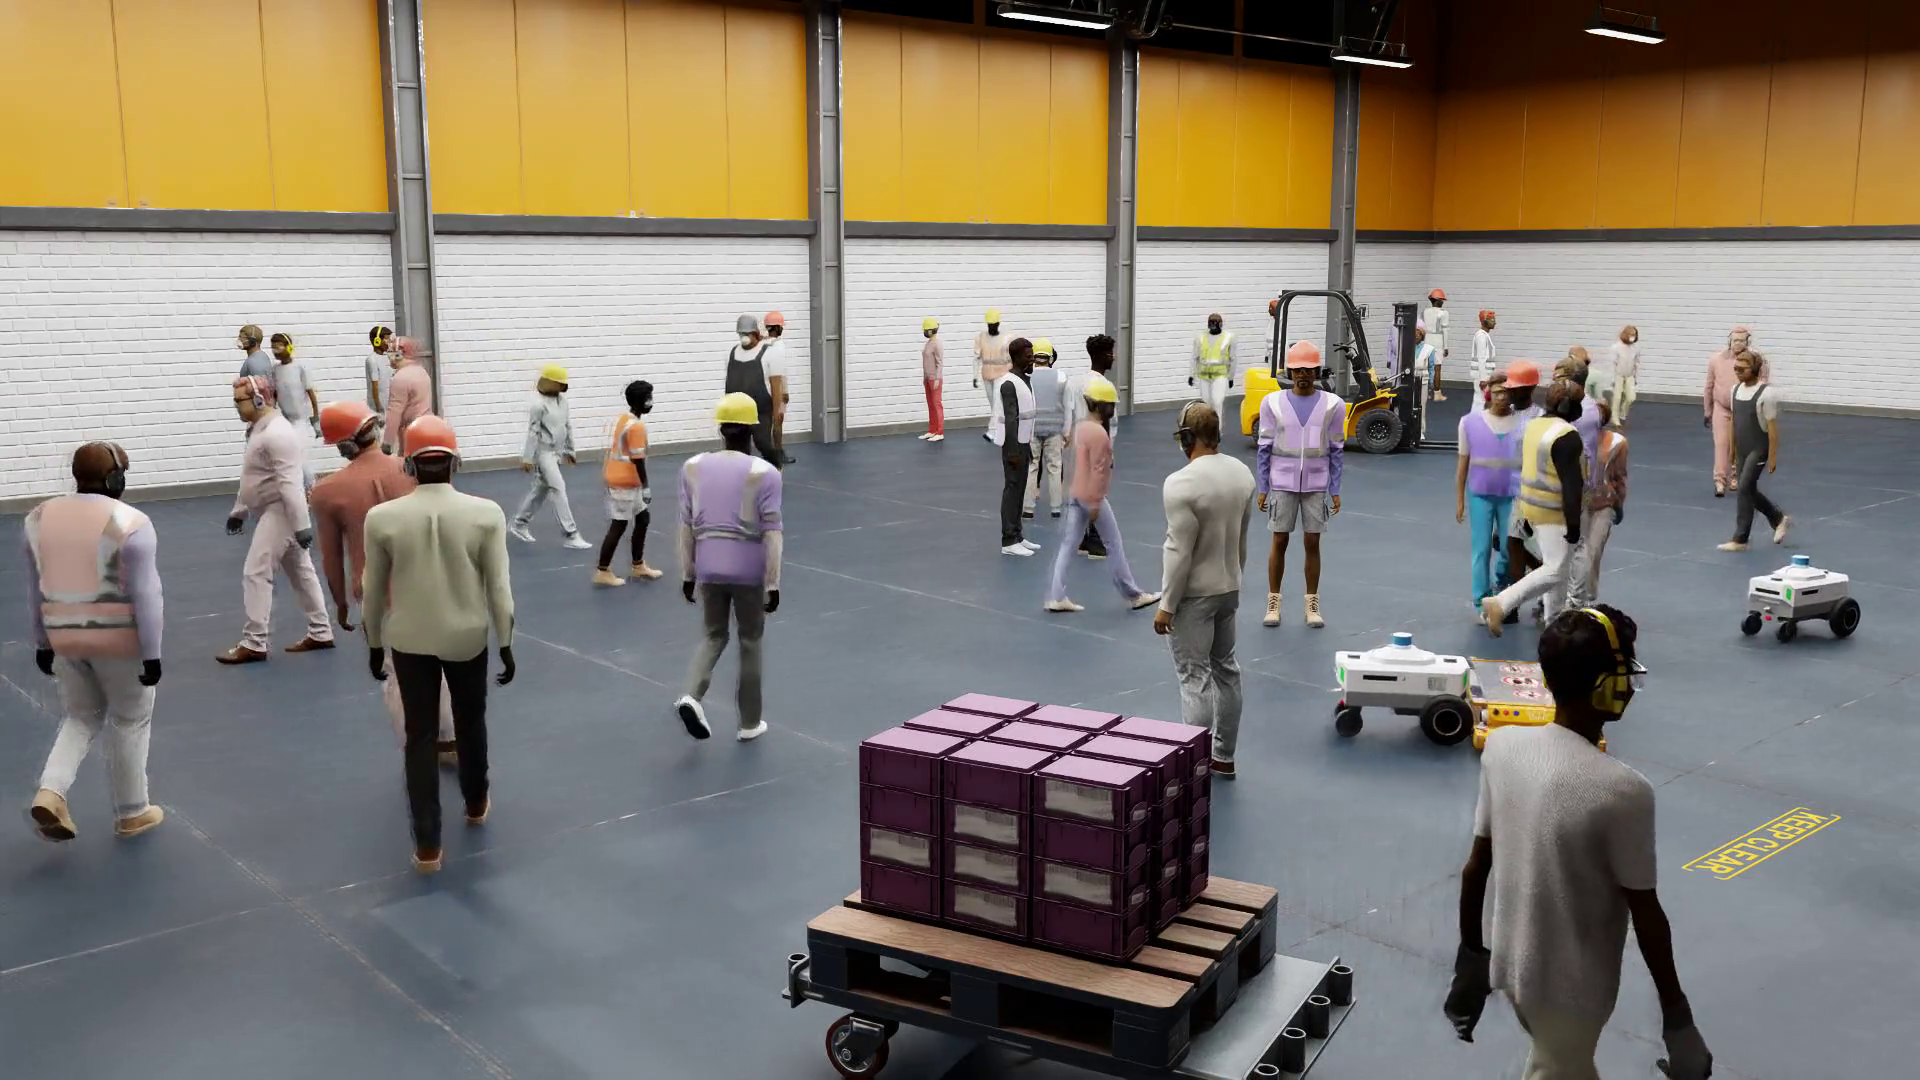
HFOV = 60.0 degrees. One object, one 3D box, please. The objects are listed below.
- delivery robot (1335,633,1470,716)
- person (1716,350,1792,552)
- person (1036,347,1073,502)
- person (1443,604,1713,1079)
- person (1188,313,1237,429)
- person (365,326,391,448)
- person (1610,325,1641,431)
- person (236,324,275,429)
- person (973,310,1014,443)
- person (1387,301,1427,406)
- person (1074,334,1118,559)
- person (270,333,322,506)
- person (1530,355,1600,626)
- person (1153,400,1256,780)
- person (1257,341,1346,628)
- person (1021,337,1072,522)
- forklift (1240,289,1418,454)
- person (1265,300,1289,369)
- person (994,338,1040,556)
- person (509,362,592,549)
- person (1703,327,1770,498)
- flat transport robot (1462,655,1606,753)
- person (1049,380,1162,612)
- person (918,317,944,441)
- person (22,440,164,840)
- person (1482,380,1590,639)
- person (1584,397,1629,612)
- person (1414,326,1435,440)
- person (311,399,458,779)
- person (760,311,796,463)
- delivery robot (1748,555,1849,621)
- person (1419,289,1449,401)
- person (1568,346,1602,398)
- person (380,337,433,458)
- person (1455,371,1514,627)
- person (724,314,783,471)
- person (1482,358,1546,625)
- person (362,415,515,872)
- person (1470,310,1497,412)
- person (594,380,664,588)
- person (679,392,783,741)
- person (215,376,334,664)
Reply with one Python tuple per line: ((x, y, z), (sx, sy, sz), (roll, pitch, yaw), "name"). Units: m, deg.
((2.434, 0.756, 9.186), (0.707, 0.478, 0.477), (2, 10, 11), "delivery robot")
((7.183, -0.799, 14.908), (0.754, 1.818, 0.516), (-2, 10, -13), "person")
((0.934, -1.246, 17.836), (0.538, 1.695, 0.319), (4, 10, 22), "person")
((1.514, 1.062, 3.925), (0.852, 1.838, 0.522), (-3, 10, -16), "person")
((3.597, -2.333, 23.890), (0.642, 1.809, 0.850), (5, 11, 25), "person")
((-6.415, -1.443, 18.489), (0.329, 1.872, 0.507), (-2, 10, -13), "person")
((10.000, -2.433, 25.045), (0.503, 1.618, 0.346), (-1, 10, -7), "person")
((-7.278, -1.261, 17.224), (0.372, 1.940, 0.631), (-4, 10, -22), "person")
((0.469, -2.321, 23.616), (0.587, 1.865, 0.985), (4, 11, 24), "person")
((7.289, -2.961, 27.286), (0.639, 1.902, 0.407), (8, 13, 39), "person")
((1.193, -0.819, 14.550), (0.369, 1.967, 0.600), (-3, 10, -15), "person")
((-6.935, -1.233, 17.342), (0.568, 1.842, 0.422), (3, 10, 17), "person")
((4.340, -0.345, 11.861), (0.356, 1.937, 0.638), (2, 10, 9), "person")
((1.191, 0.279, 8.225), (0.371, 1.933, 0.627), (9, 14, 44), "person")
((2.416, -0.390, 11.816), (0.607, 2.044, 0.378), (1, 10, 7), "person")
((0.811, -1.091, 16.538), (0.596, 1.832, 0.404), (-1, 10, -4), "person")
((5.034, -2.339, 22.783), (2.313, 2.155, 1.214), (3, 10, 16), "forklift")
((5.457, -3.205, 28.757), (0.355, 1.886, 0.572), (-3, 10, -19), "person")
((0.508, -0.830, 14.760), (0.392, 1.919, 0.592), (2, 10, 14), "person")
((-3.764, -0.778, 15.103), (0.904, 1.692, 0.516), (3, 10, 19), "person")
((8.604, -1.428, 18.447), (0.661, 1.862, 0.985), (5, 11, 25), "person")
((3.191, 0.909, 9.390), (0.652, 0.197, 1.431), (2, 10, 12), "flat transport robot")
((1.070, -0.311, 12.272), (0.889, 1.716, 0.543), (-2, 10, -14), "person")
((-0.409, -2.297, 23.793), (0.319, 1.768, 0.523), (-4, 10, -22), "person")
((-3.872, 0.476, 7.408), (0.655, 1.822, 0.603), (1, 10, 8), "person")
((3.920, -0.170, 11.192), (0.706, 1.820, 0.624), (0, 10, 0), "person")
((4.682, -0.276, 12.398), (0.551, 1.611, 0.549), (4, 11, 24), "person")
((6.543, -2.249, 23.890), (0.521, 1.636, 0.311), (3, 10, 16), "person")
((-2.837, 0.261, 8.326), (0.703, 1.937, 0.547), (-6, 11, -30), "person")
((-2.352, -1.943, 21.207), (0.349, 1.942, 0.545), (-8, 13, -39), "person")
((5.824, 0.351, 11.552), (0.707, 0.478, 0.477), (-6, 11, -29), "delivery robot")
((8.638, -3.543, 30.292), (0.395, 2.039, 0.607), (-8, 13, -40), "person")
((7.129, -1.436, 19.210), (0.528, 1.605, 0.637), (4, 10, 22), "person")
((-5.258, -0.956, 15.615), (0.857, 1.872, 0.660), (-1, 10, -4), "person")
((3.860, -0.309, 11.998), (0.565, 1.830, 0.557), (2, 10, 12), "person")
((-2.284, -1.508, 18.369), (0.690, 2.000, 0.770), (3, 10, 16), "person")
((4.091, -0.343, 11.922), (0.669, 1.917, 0.554), (-2, 10, -13), "person")
((-2.311, 0.418, 7.386), (0.641, 1.948, 0.932), (-3, 10, -15), "person")
((7.385, -2.306, 23.497), (0.340, 1.882, 0.586), (3, 10, 17), "person")
((-2.625, -0.444, 13.217), (0.674, 1.654, 0.548), (-3, 10, -16), "person")
((-1.247, 0.169, 8.932), (0.594, 1.912, 0.615), (3, 10, 18), "person")
((-4.563, -0.137, 10.872), (0.871, 1.864, 0.655), (-4, 11, -25), "person")
